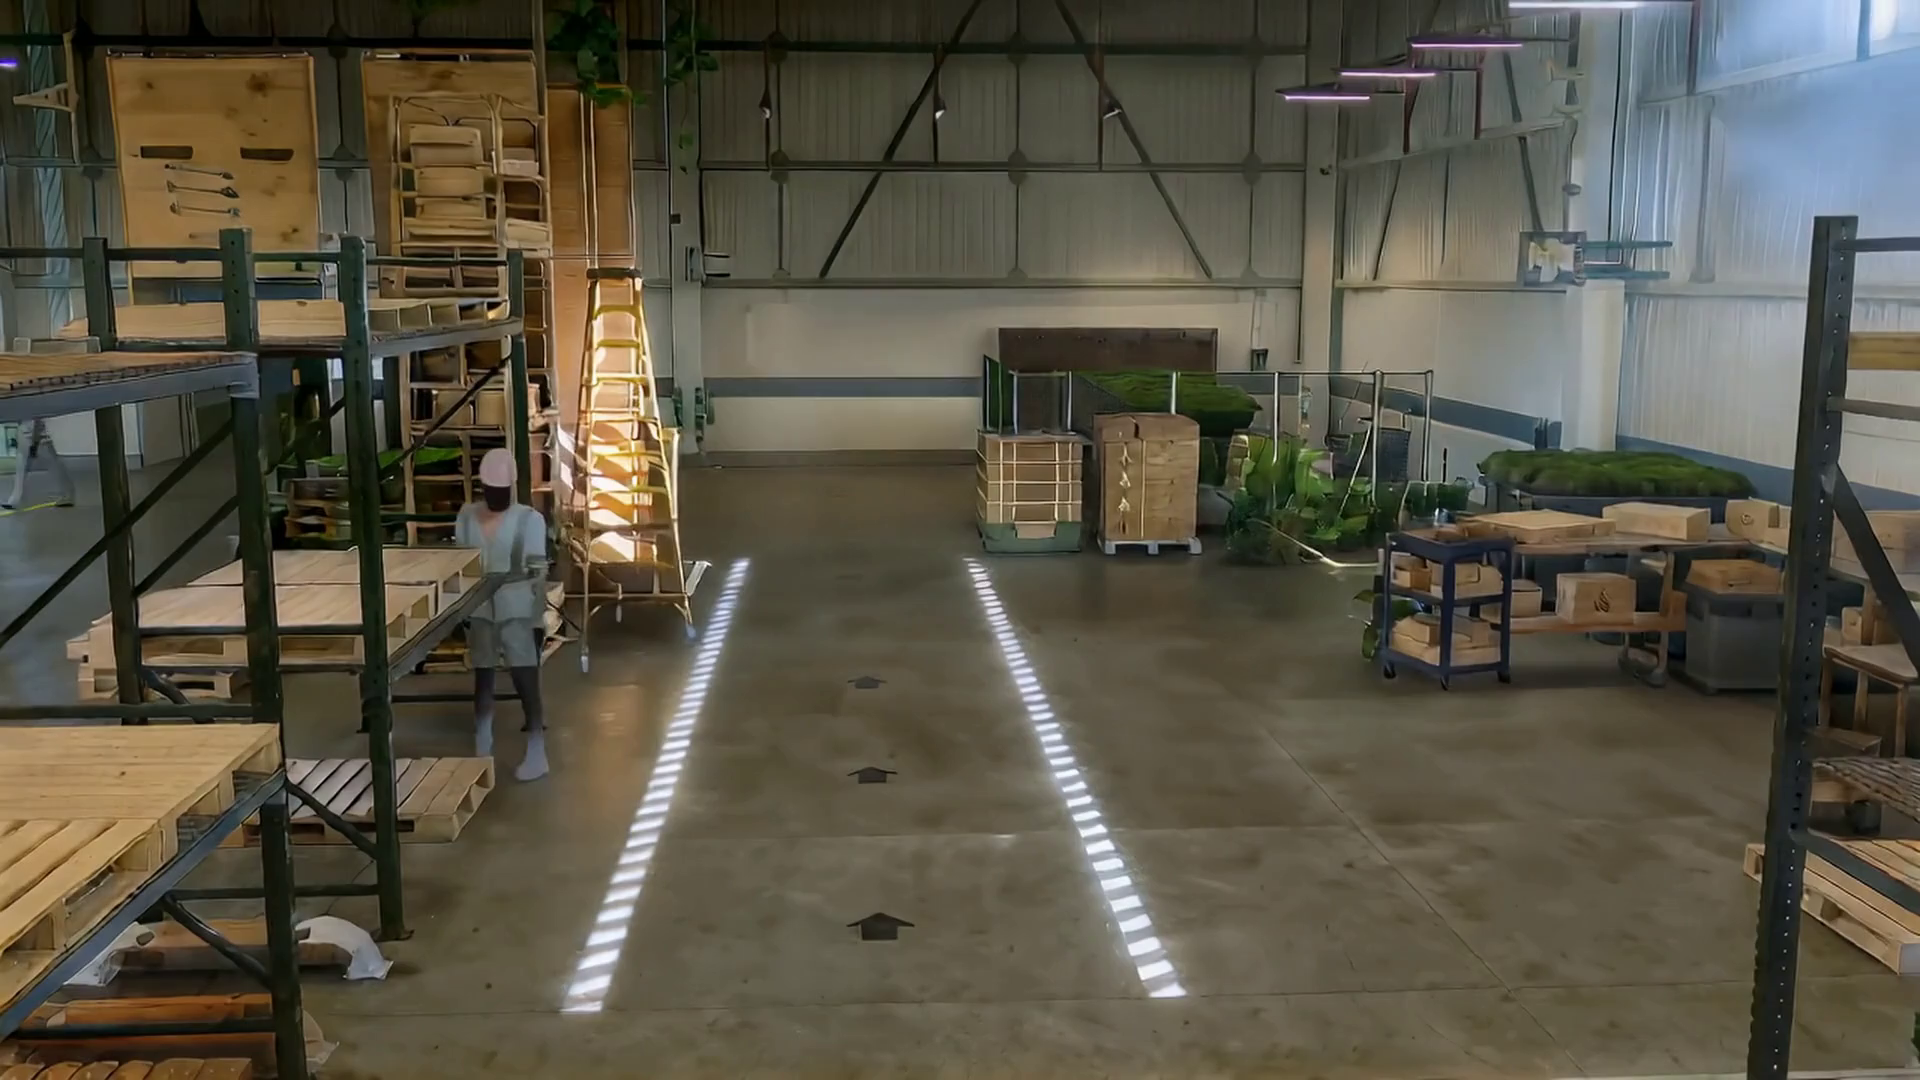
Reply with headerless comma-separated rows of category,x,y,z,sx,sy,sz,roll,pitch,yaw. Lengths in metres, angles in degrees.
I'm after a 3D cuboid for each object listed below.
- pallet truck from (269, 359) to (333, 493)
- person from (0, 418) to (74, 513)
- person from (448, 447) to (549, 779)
pallet truck,-7.062,-1.131,18.996,1.885,1.965,0.823,2,9,13
person,-11.257,-1.125,20.214,0.529,1.590,0.864,7,11,37
person,-2.648,0.417,9.525,0.609,1.921,0.418,2,9,11
